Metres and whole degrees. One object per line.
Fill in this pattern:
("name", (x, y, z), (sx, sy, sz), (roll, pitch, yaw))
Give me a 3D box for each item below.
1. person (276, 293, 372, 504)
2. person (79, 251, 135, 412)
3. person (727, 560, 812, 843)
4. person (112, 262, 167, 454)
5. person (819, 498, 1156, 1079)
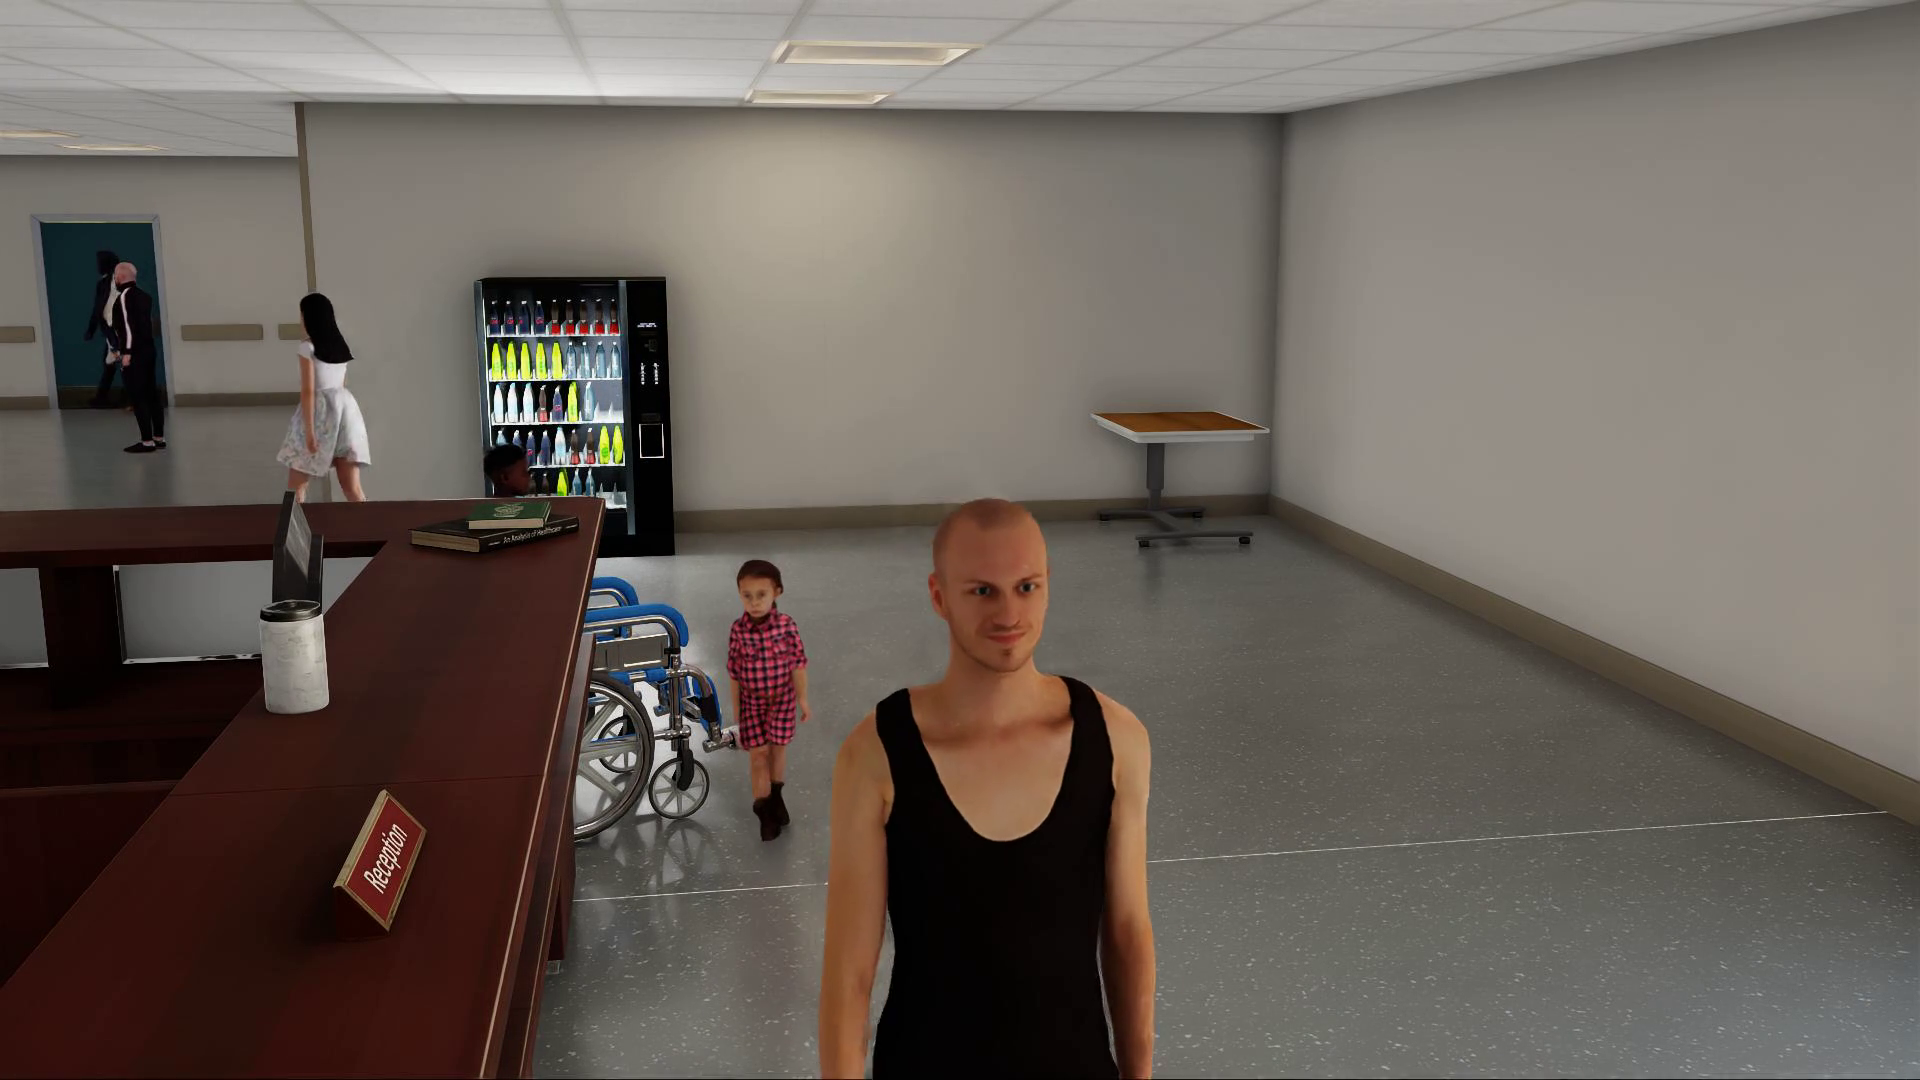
("person", (-3.869, -0.632, 10.407), (1.167, 1.733, 1.050), (6, 12, 28))
("person", (-9.745, -2.398, 19.402), (1.100, 1.850, 0.759), (-1, 11, -6))
("person", (-0.699, 0.563, 6.074), (0.598, 1.001, 0.497), (-3, 11, -13))
("person", (-7.974, -1.772, 16.144), (0.603, 1.834, 0.704), (-1, 11, -3))
("person", (0.033, 0.825, 2.609), (0.980, 1.778, 0.746), (-2, 11, -11))
